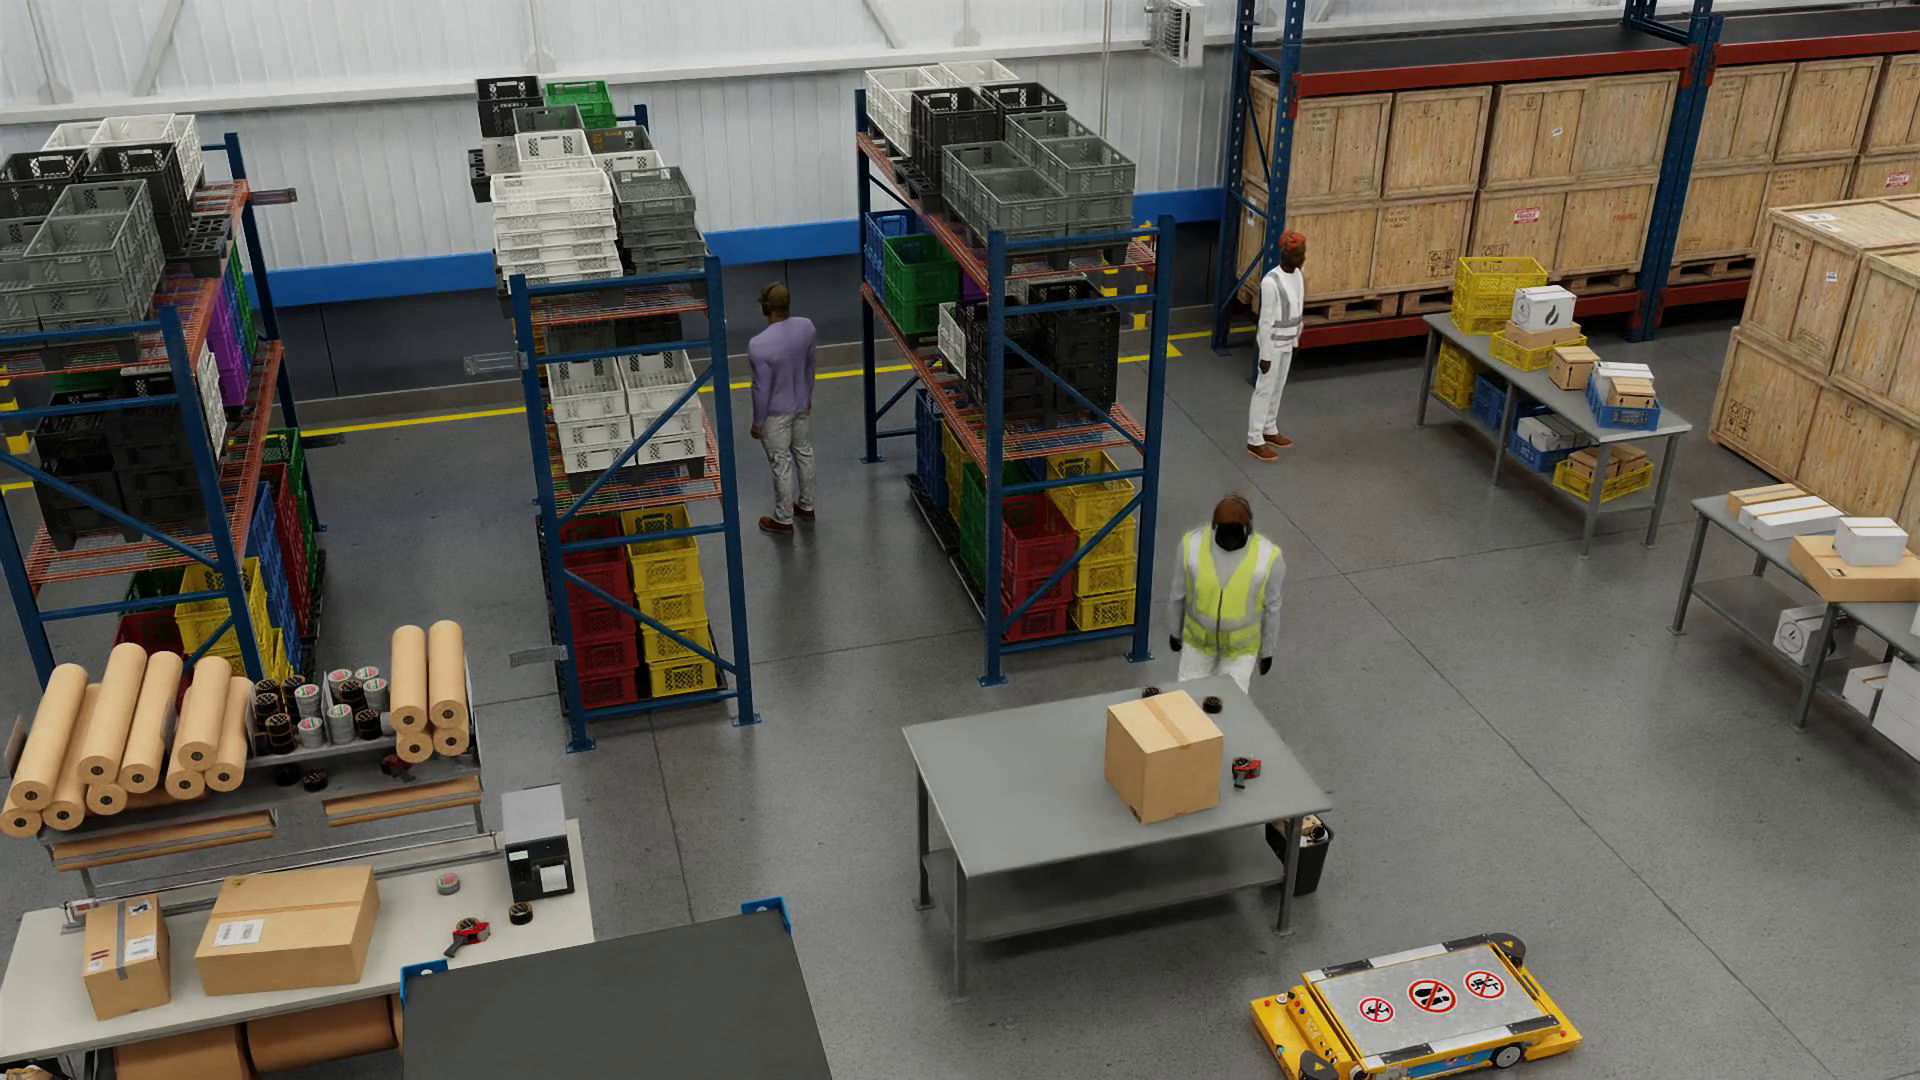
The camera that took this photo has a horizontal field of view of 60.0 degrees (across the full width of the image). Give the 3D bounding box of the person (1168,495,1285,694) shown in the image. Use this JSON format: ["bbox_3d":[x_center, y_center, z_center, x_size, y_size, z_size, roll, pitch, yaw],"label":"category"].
[{"bbox_3d":[1.501,0.553,9.526,0.653,1.820,0.528,9,30,15],"label":"person"}]

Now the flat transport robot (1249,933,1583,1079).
[{"bbox_3d":[2.184,2.282,7.980,1.431,0.197,0.652,-8,30,-14],"label":"flat transport robot"}]

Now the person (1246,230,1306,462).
[{"bbox_3d":[2.554,-1.564,13.317,0.346,1.882,0.578,19,34,31],"label":"person"}]

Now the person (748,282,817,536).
[{"bbox_3d":[-1.297,-0.962,12.164,0.372,1.940,0.631,20,35,32],"label":"person"}]
